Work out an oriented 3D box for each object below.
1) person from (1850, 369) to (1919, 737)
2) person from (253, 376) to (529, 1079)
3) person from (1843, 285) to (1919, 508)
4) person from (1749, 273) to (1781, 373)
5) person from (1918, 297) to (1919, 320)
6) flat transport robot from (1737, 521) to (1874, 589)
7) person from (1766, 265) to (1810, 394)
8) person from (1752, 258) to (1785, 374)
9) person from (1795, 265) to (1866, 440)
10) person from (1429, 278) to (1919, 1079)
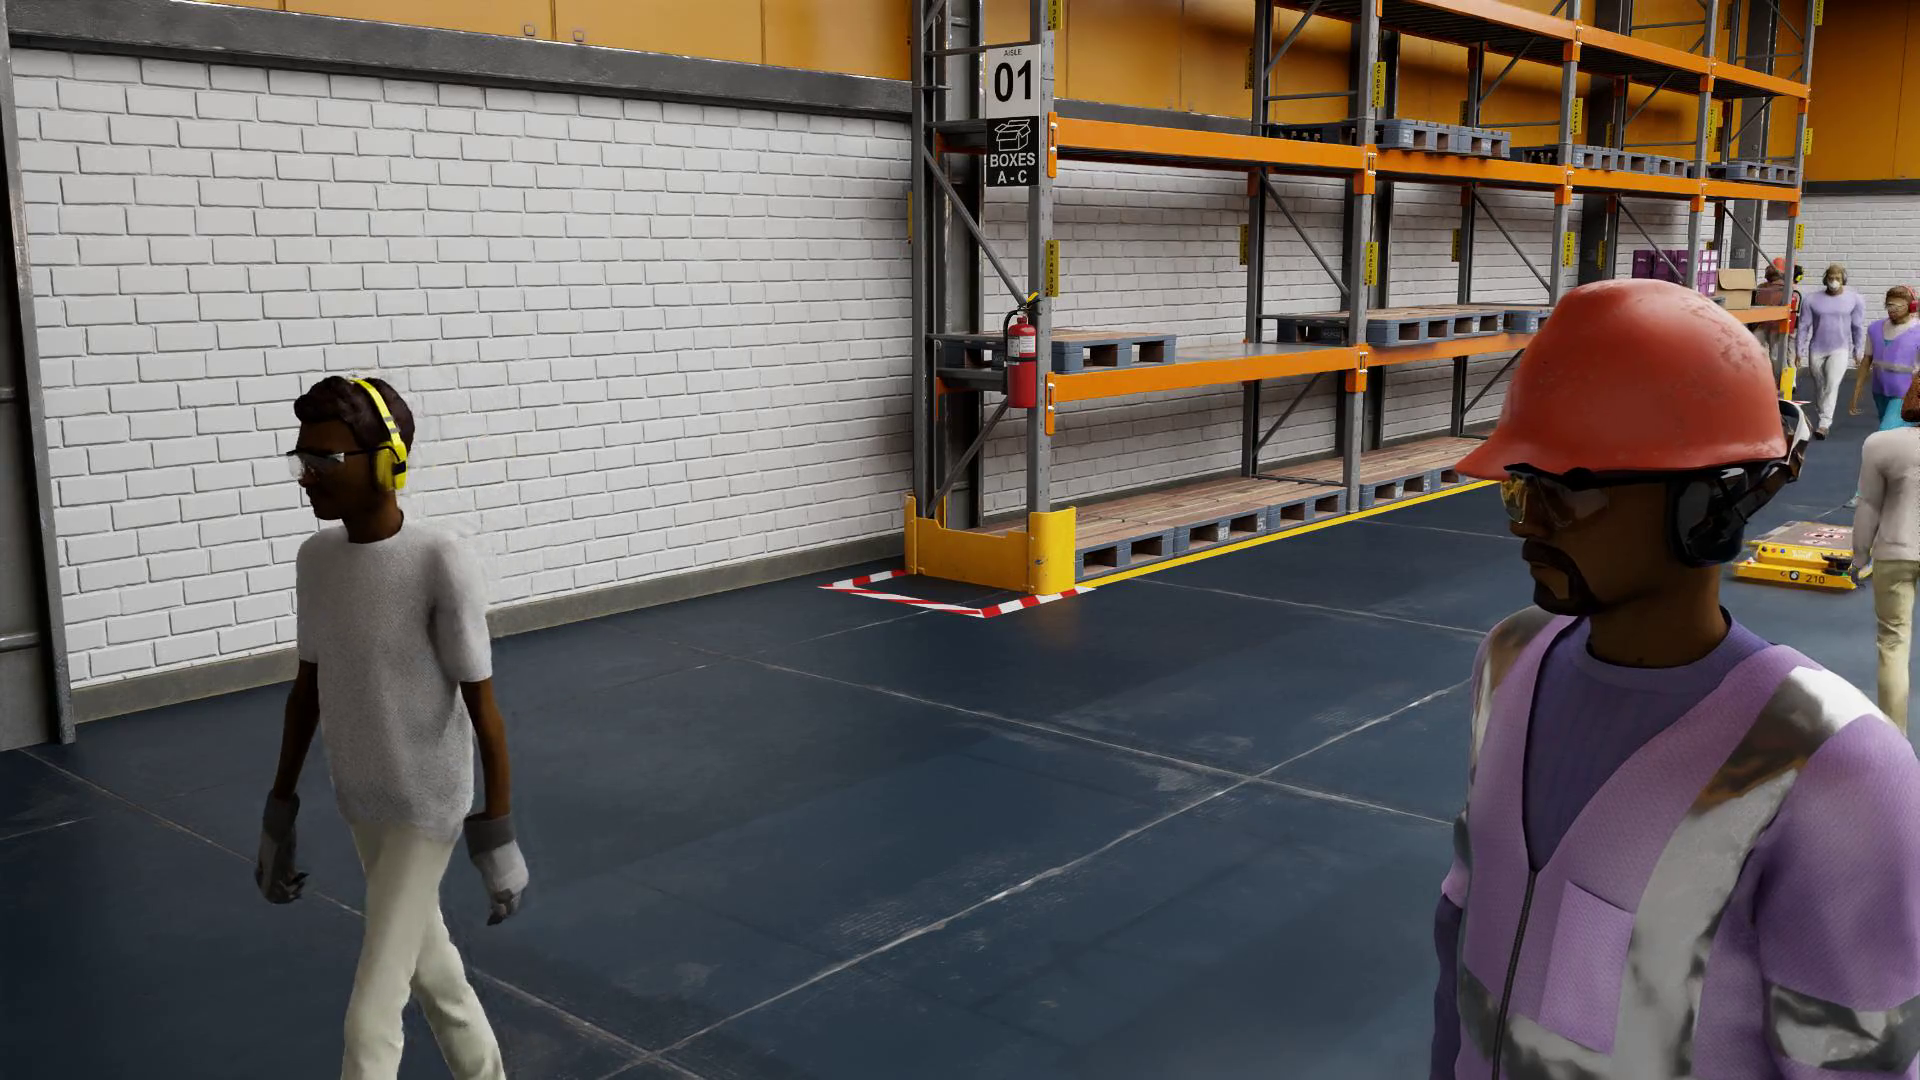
[{"bbox_3d":[3.874,0.097,6.716,0.499,1.623,0.346,5,11,27],"label":"person"},{"bbox_3d":[-1.222,0.595,3.329,0.535,1.819,0.926,7,12,35],"label":"person"},{"bbox_3d":[7.563,-1.154,13.399,0.981,1.792,0.598,-3,11,-19],"label":"person"},{"bbox_3d":[11.682,-3.049,24.008,0.633,1.843,0.429,1,10,3],"label":"person"},{"bbox_3d":[11.712,-2.339,19.846,0.643,1.893,0.462,-1,10,-5],"label":"person"},{"bbox_3d":[5.530,0.077,10.675,0.652,0.197,1.431,8,13,38],"label":"flat transport robot"},{"bbox_3d":[11.617,-2.936,23.376,0.510,1.845,0.381,1,10,7],"label":"person"},{"bbox_3d":[11.231,-2.965,23.279,0.802,1.929,0.662,-3,11,-19],"label":"person"},{"bbox_3d":[9.499,-2.051,18.209,0.646,1.884,1.047,7,12,35],"label":"person"},{"bbox_3d":[0.681,0.750,1.804,0.375,2.042,0.615,-3,11,-18],"label":"person"}]
